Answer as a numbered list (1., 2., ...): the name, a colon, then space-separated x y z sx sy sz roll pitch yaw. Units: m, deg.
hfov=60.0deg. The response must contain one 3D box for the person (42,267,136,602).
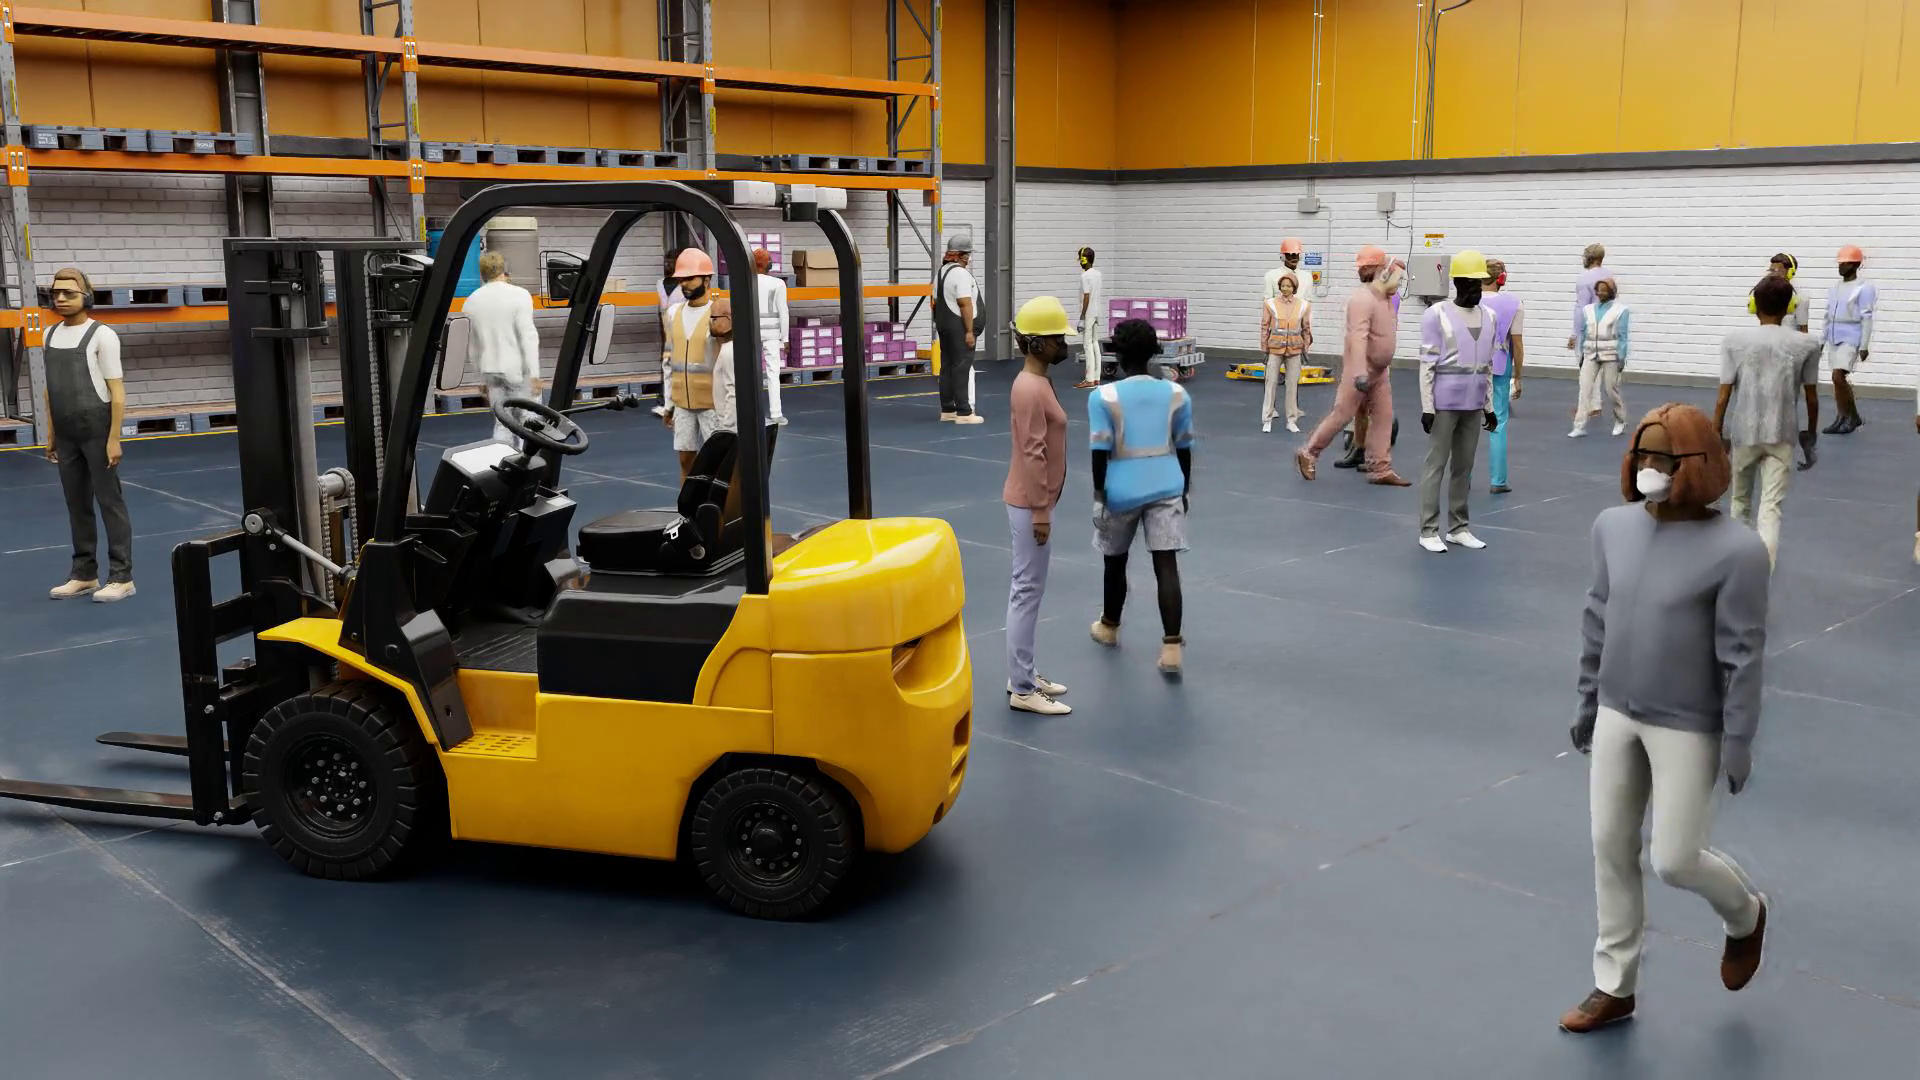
1. person: -4.855 -0.575 9.210 0.510 1.846 0.341 3 11 17

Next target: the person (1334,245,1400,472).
1. person: 3.501 -1.550 14.281 0.358 1.938 0.542 -5 12 -25

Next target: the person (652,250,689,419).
1. person: -3.131 -2.283 18.492 0.610 1.864 0.950 6 12 29

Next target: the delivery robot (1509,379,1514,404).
1. delivery robot: 5.855 -1.710 18.668 0.707 0.478 0.477 3 11 17

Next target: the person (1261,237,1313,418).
1. person: 3.648 -2.356 18.512 0.611 1.996 0.379 -3 11 -16

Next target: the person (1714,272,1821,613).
1. person: 4.385 -0.533 9.064 0.517 1.818 0.988 6 12 28

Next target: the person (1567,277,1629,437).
1. person: 6.486 -1.842 16.776 0.761 1.610 0.530 -9 14 -41

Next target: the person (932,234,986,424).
1. person: 0.019 -2.285 18.002 0.536 2.000 0.672 -5 12 -26

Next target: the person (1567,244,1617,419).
1. person: 7.017 -2.299 18.453 0.645 1.934 0.626 -7 13 -35

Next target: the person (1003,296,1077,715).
1. person: 0.338 -0.149 7.107 0.309 1.769 0.523 0 10 2

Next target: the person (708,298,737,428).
1. person: -1.437 -0.708 10.515 0.264 1.632 0.507 0 10 0

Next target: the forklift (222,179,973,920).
1. forklift: -1.114 -0.058 5.440 2.313 2.155 1.214 2 11 13

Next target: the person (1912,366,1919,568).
1. person: 6.105 -0.823 10.030 0.614 2.039 0.395 0 10 1

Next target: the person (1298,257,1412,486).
1. person: 3.237 -1.377 13.572 0.908 1.857 0.722 9 13 39

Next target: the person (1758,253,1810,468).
1. person: 7.088 -1.542 14.423 0.325 1.871 0.516 -4 11 -20

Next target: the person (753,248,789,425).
1. person: -2.096 -2.149 17.691 0.586 1.882 0.340 2 11 12

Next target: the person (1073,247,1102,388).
1. person: 1.702 -2.945 22.091 0.329 1.865 0.518 6 12 28

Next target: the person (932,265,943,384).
1. person: -0.125 -2.966 22.660 0.539 1.693 0.319 -2 11 -12

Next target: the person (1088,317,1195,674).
1. person: 0.855 -0.220 7.836 0.543 1.640 0.923 -2 11 -13

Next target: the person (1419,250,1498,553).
1. person: 3.210 -0.887 10.689 0.586 1.928 0.369 -5 11 -24

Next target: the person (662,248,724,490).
1. person: -1.677 -0.891 10.680 0.542 1.939 0.368 4 11 23

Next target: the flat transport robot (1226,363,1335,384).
1. flat transport robot: 4.420 -2.311 22.974 0.652 0.197 1.431 -7 13 -35

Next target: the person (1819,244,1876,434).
1. person: 8.971 -2.023 16.877 0.428 1.924 0.543 -2 11 -12

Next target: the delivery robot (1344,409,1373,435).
1. delivery robot: 3.902 -1.206 15.919 0.477 0.478 0.707 4 11 22

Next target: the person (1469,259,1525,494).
1. person: 4.122 -1.276 13.057 0.562 1.838 0.390 6 12 28

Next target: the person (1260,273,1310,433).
1. person: 3.339 -1.917 17.100 0.513 1.637 0.313 0 10 0

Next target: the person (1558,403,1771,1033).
1. person: 1.817 0.454 4.211 0.537 1.621 0.503 -6 12 -28

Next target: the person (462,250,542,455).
1. person: -3.503 -1.258 12.829 0.709 1.895 0.381 4 11 19

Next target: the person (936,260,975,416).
1. person: -0.043 -2.280 18.579 0.431 1.833 0.642 -4 11 -23
